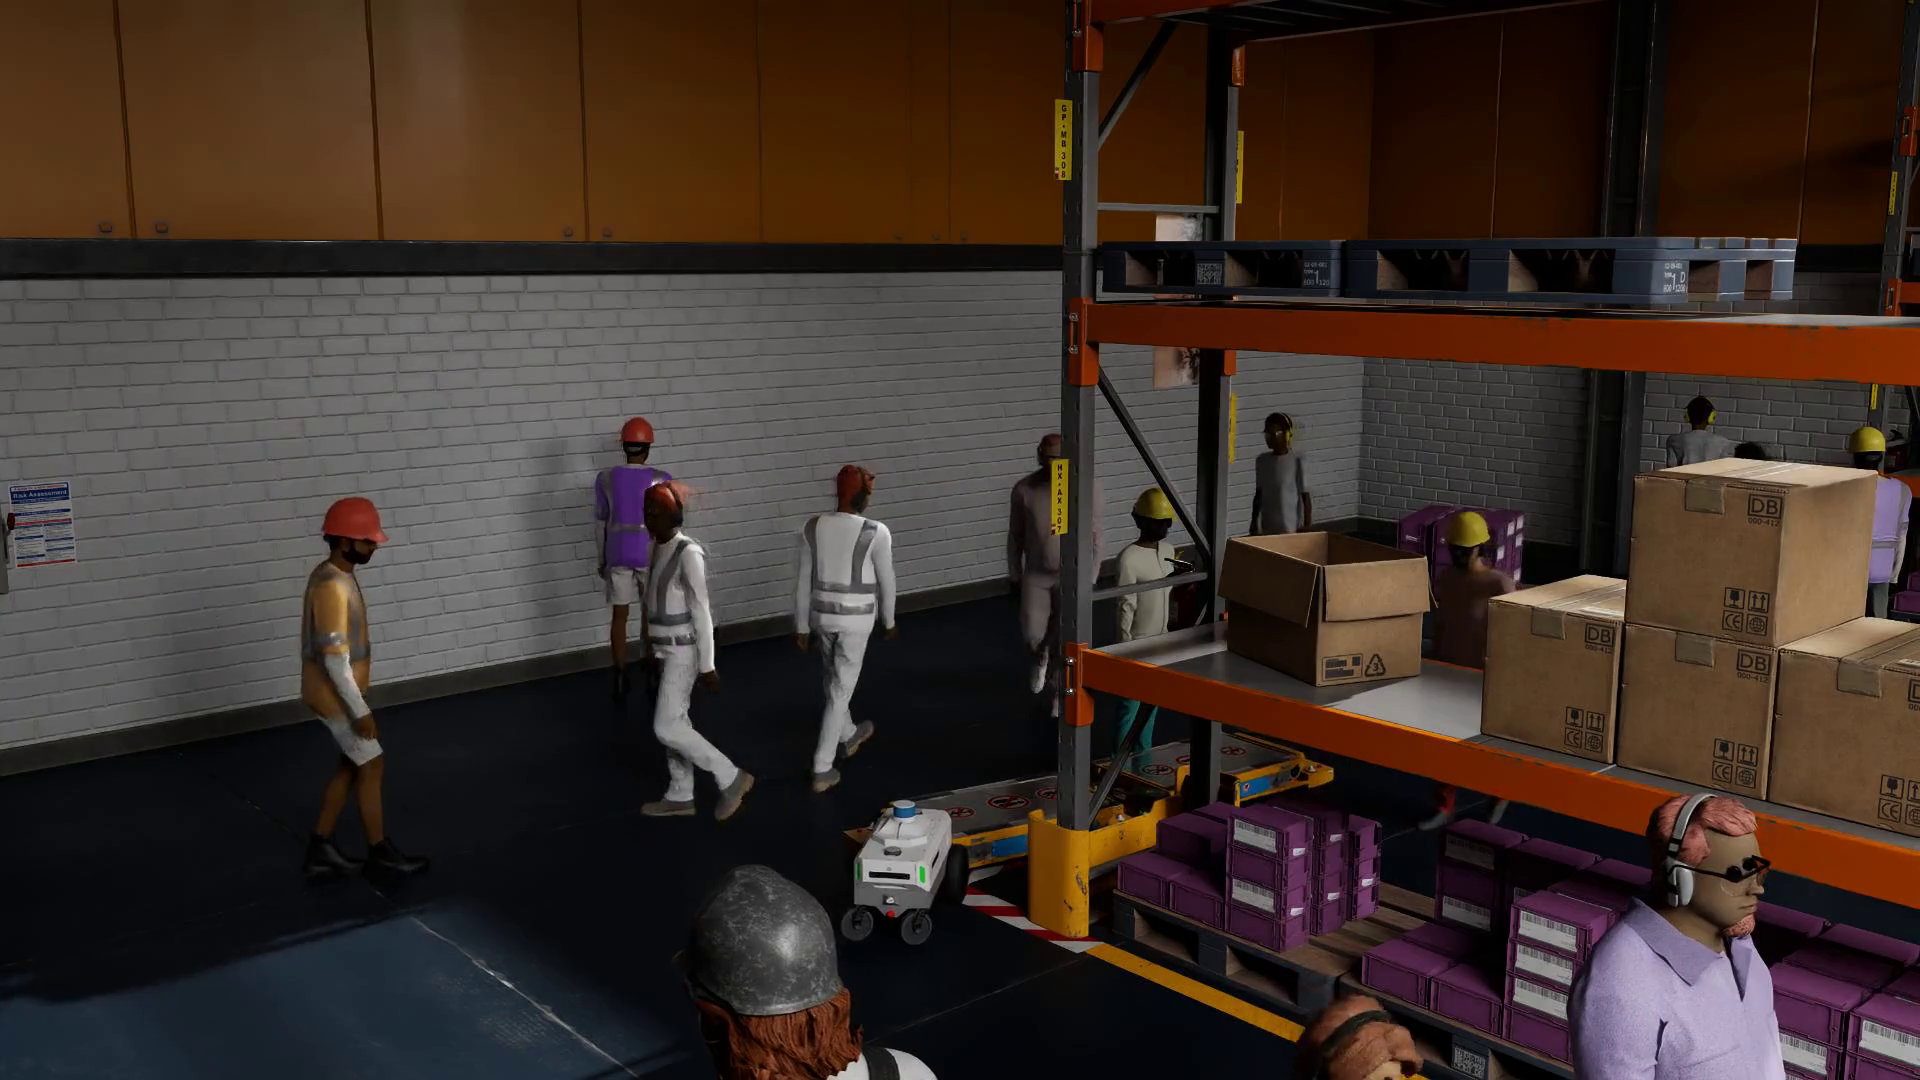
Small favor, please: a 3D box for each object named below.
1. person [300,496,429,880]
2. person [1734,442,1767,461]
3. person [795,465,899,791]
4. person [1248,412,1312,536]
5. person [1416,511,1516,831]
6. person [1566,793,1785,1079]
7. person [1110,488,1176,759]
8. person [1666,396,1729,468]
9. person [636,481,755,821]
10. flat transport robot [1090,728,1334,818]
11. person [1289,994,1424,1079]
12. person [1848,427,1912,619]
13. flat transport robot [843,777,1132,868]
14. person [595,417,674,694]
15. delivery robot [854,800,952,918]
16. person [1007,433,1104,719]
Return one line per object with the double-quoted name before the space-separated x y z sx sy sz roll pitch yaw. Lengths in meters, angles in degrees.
"person" -2.912 0.731 7.978 0.584 1.912 0.632 -4 10 -21
"person" 5.732 0.104 12.365 0.788 1.664 0.543 7 12 36
"person" -0.625 0.472 9.697 0.569 1.835 0.961 5 11 26
"person" 2.435 -0.057 12.762 0.411 1.854 0.548 -8 12 -38
"person" 2.685 0.699 8.674 0.525 1.740 0.530 -7 12 -35
"person" 1.569 1.476 3.631 0.410 1.909 0.643 9 13 43
"person" 1.056 0.579 9.296 0.323 1.765 0.533 8 12 38
"person" 6.172 -0.277 14.011 0.538 1.866 0.312 3 10 18
"person" -1.458 0.603 8.862 0.532 1.869 0.568 -3 10 -17
"flat transport robot" 1.374 1.316 9.351 1.431 0.197 0.652 -7 12 -36
"person" 0.776 1.669 3.398 0.521 1.585 0.846 -1 10 -3
"person" 5.908 0.221 10.928 0.589 1.924 0.384 -2 10 -12
"flat transport robot" 0.183 1.454 8.541 1.431 0.197 0.652 -6 11 -30
"person" -2.239 0.117 11.509 0.571 1.927 0.407 0 10 -3
"delivery robot" -0.253 1.431 7.573 0.477 0.478 0.707 1 10 9
"person" 0.636 0.218 11.076 0.643 1.888 0.550 2 10 10
